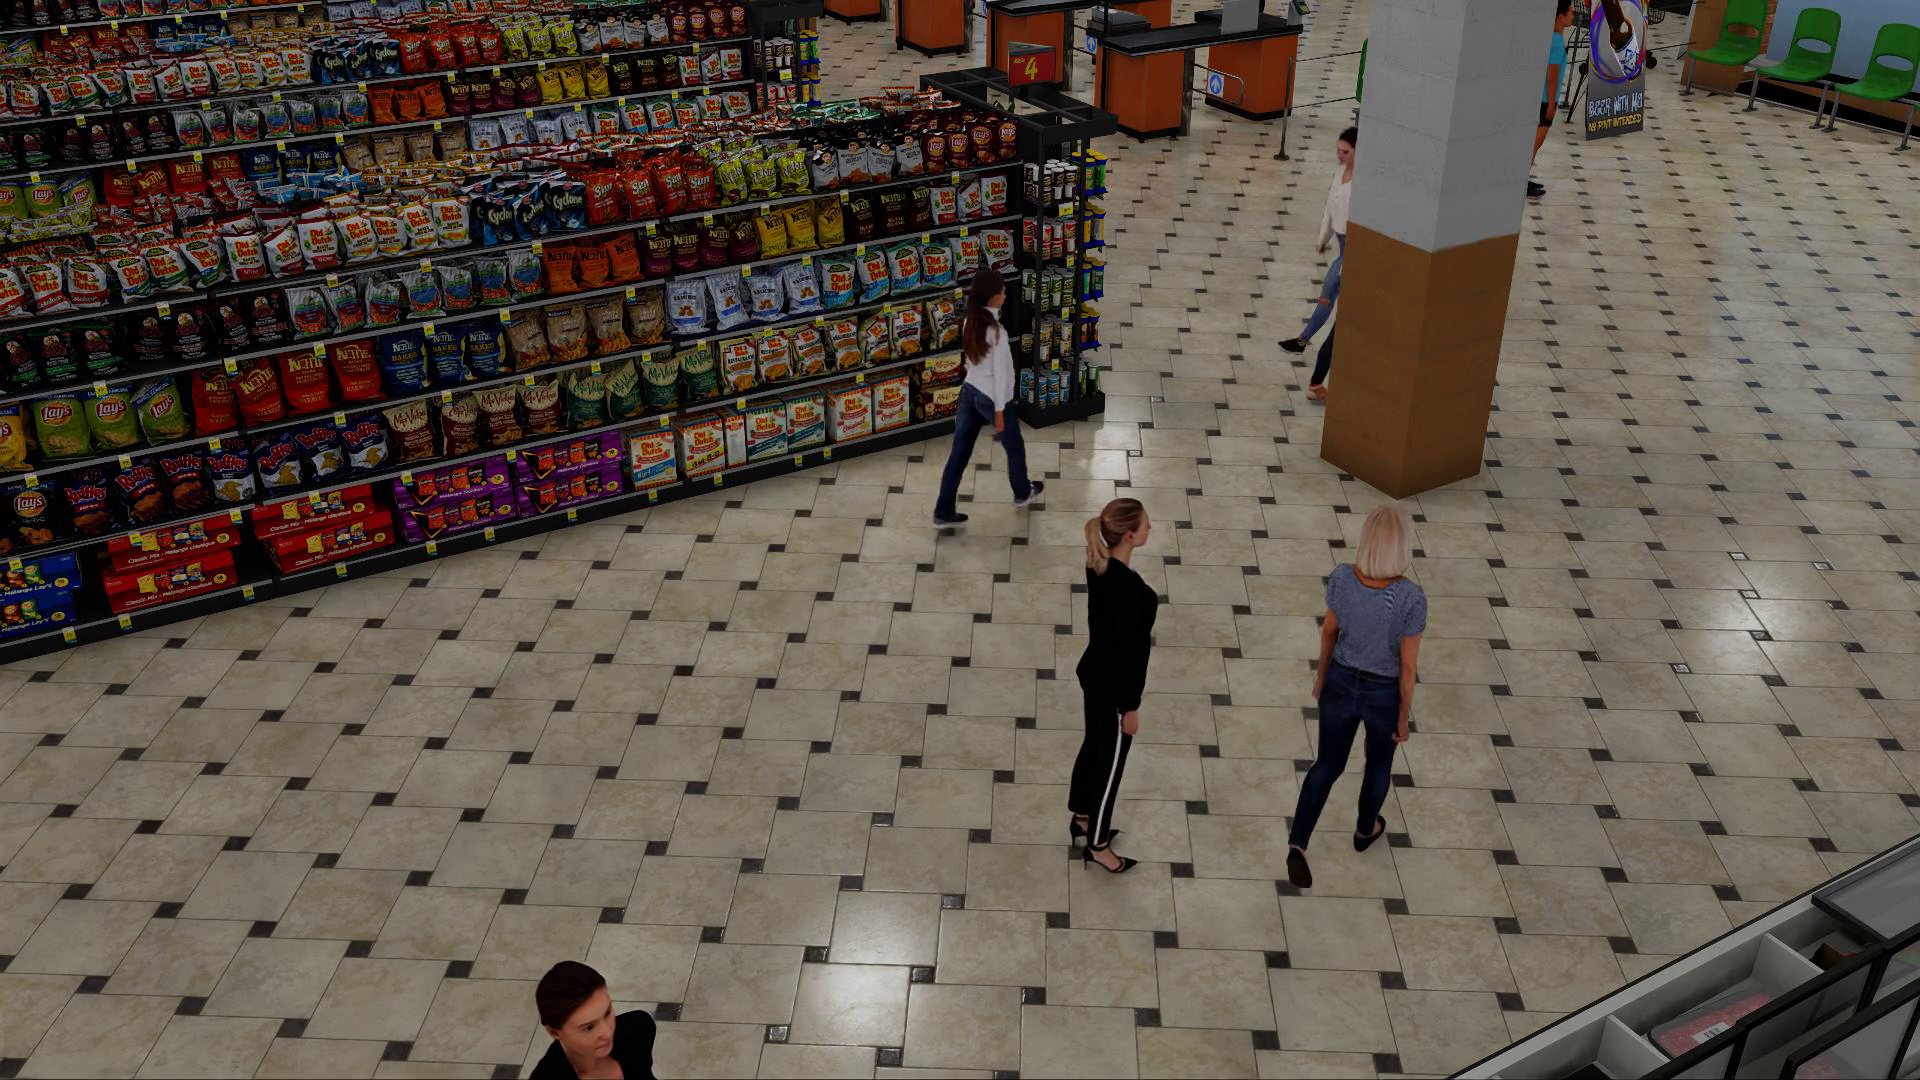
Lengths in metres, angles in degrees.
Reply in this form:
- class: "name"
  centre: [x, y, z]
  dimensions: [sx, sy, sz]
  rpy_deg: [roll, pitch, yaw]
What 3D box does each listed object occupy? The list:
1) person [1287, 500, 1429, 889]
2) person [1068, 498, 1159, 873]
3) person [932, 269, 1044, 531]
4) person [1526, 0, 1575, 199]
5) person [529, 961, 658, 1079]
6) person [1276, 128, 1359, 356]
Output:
- class: "person"
  centre: [1.577, 0.653, 6.634]
  dimensions: [0.845, 1.700, 1.083]
  rpy_deg: [19, 34, 31]
- class: "person"
  centre: [0.595, 0.603, 6.720]
  dimensions: [0.606, 1.705, 0.653]
  rpy_deg: [-7, 29, -13]
- class: "person"
  centre: [0.075, -0.747, 9.392]
  dimensions: [1.115, 1.513, 0.724]
  rpy_deg: [-25, 37, -38]
- class: "person"
  centre: [5.287, -4.013, 15.103]
  dimensions: [0.712, 1.773, 0.682]
  rpy_deg: [4, 29, 6]
- class: "person"
  centre: [-0.984, 1.808, 4.497]
  dimensions: [0.792, 1.719, 0.689]
  rpy_deg: [14, 32, 24]
- class: "person"
  centre: [2.821, -2.034, 11.618]
  dimensions: [1.173, 1.639, 0.906]
  rpy_deg: [-5, 29, -10]
